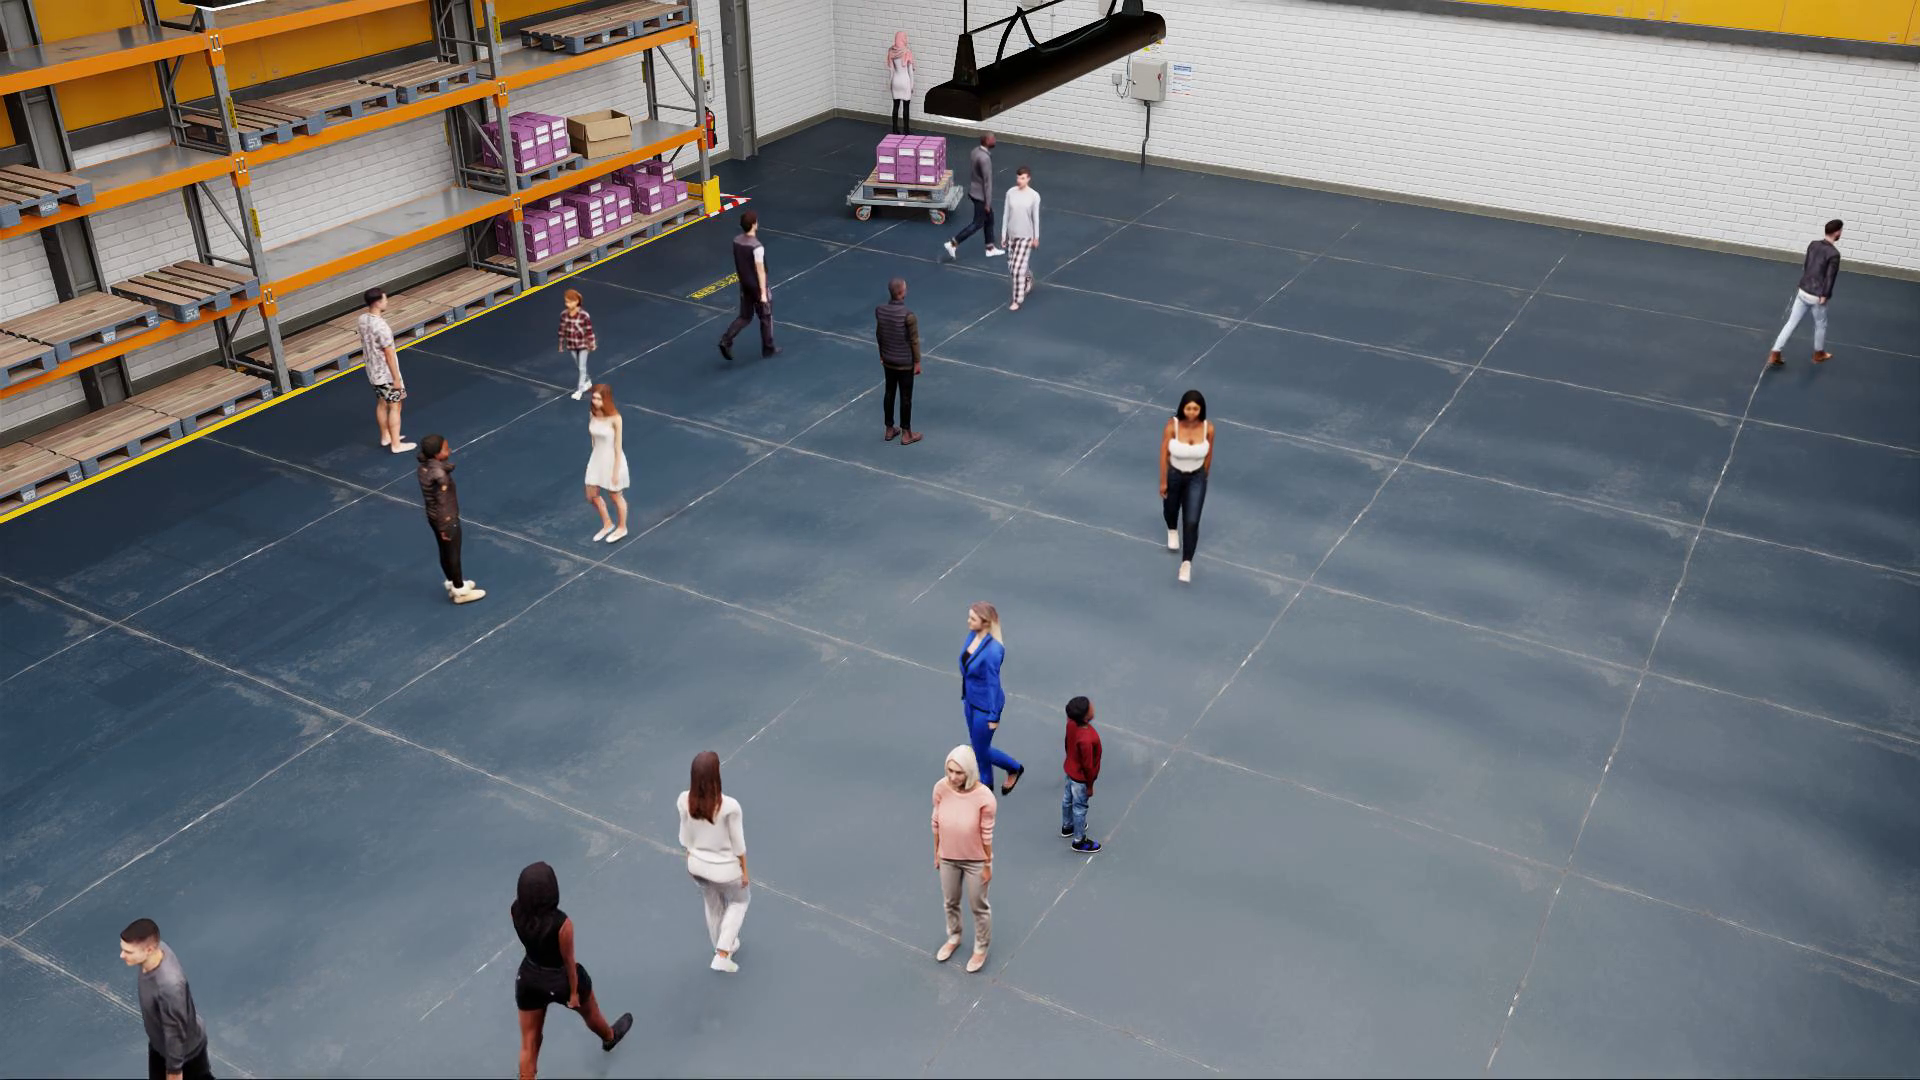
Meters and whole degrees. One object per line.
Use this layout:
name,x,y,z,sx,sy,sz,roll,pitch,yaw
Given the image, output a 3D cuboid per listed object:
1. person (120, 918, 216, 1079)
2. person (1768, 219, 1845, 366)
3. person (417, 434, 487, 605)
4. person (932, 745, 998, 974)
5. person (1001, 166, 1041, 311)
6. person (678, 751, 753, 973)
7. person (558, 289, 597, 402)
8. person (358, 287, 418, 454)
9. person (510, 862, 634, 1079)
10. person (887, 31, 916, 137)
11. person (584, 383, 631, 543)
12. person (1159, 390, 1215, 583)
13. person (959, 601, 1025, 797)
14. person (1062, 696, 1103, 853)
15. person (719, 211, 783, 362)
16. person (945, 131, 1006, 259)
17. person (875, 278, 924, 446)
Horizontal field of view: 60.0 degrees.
person,-4.296,2.767,9.289,0.957,1.748,0.789,-23,36,-36
person,9.965,-2.875,19.573,1.217,1.805,1.089,-11,30,-19
person,-4.596,-0.183,14.784,0.636,1.666,0.695,23,36,35
person,0.038,2.020,10.683,0.611,1.725,0.552,11,31,20
person,0.806,-3.949,21.528,0.637,1.818,1.056,14,32,24
person,-1.566,2.107,10.570,0.701,1.680,0.772,8,30,14
person,-4.333,-2.261,18.999,0.685,1.276,0.924,7,29,13
person,-6.117,-1.797,17.591,0.715,1.811,0.645,23,36,36
person,-2.415,2.640,9.593,0.694,1.681,1.191,12,31,20
person,-1.010,-7.873,28.739,0.667,1.803,0.643,9,30,16
person,-3.263,-0.752,15.804,0.585,1.687,0.616,19,34,30
person,2.058,-0.583,15.415,0.965,1.764,1.279,3,29,5
person,0.261,1.193,12.237,0.867,1.689,0.809,-11,31,-20
person,0.851,1.644,11.863,0.641,1.256,0.587,-9,30,-16
person,-2.529,-2.964,19.717,0.826,1.824,1.134,25,37,37
person,0.198,-4.734,23.003,1.229,1.783,1.196,-6,29,-11
person,-0.663,-1.920,17.787,0.712,1.838,0.590,19,34,31
